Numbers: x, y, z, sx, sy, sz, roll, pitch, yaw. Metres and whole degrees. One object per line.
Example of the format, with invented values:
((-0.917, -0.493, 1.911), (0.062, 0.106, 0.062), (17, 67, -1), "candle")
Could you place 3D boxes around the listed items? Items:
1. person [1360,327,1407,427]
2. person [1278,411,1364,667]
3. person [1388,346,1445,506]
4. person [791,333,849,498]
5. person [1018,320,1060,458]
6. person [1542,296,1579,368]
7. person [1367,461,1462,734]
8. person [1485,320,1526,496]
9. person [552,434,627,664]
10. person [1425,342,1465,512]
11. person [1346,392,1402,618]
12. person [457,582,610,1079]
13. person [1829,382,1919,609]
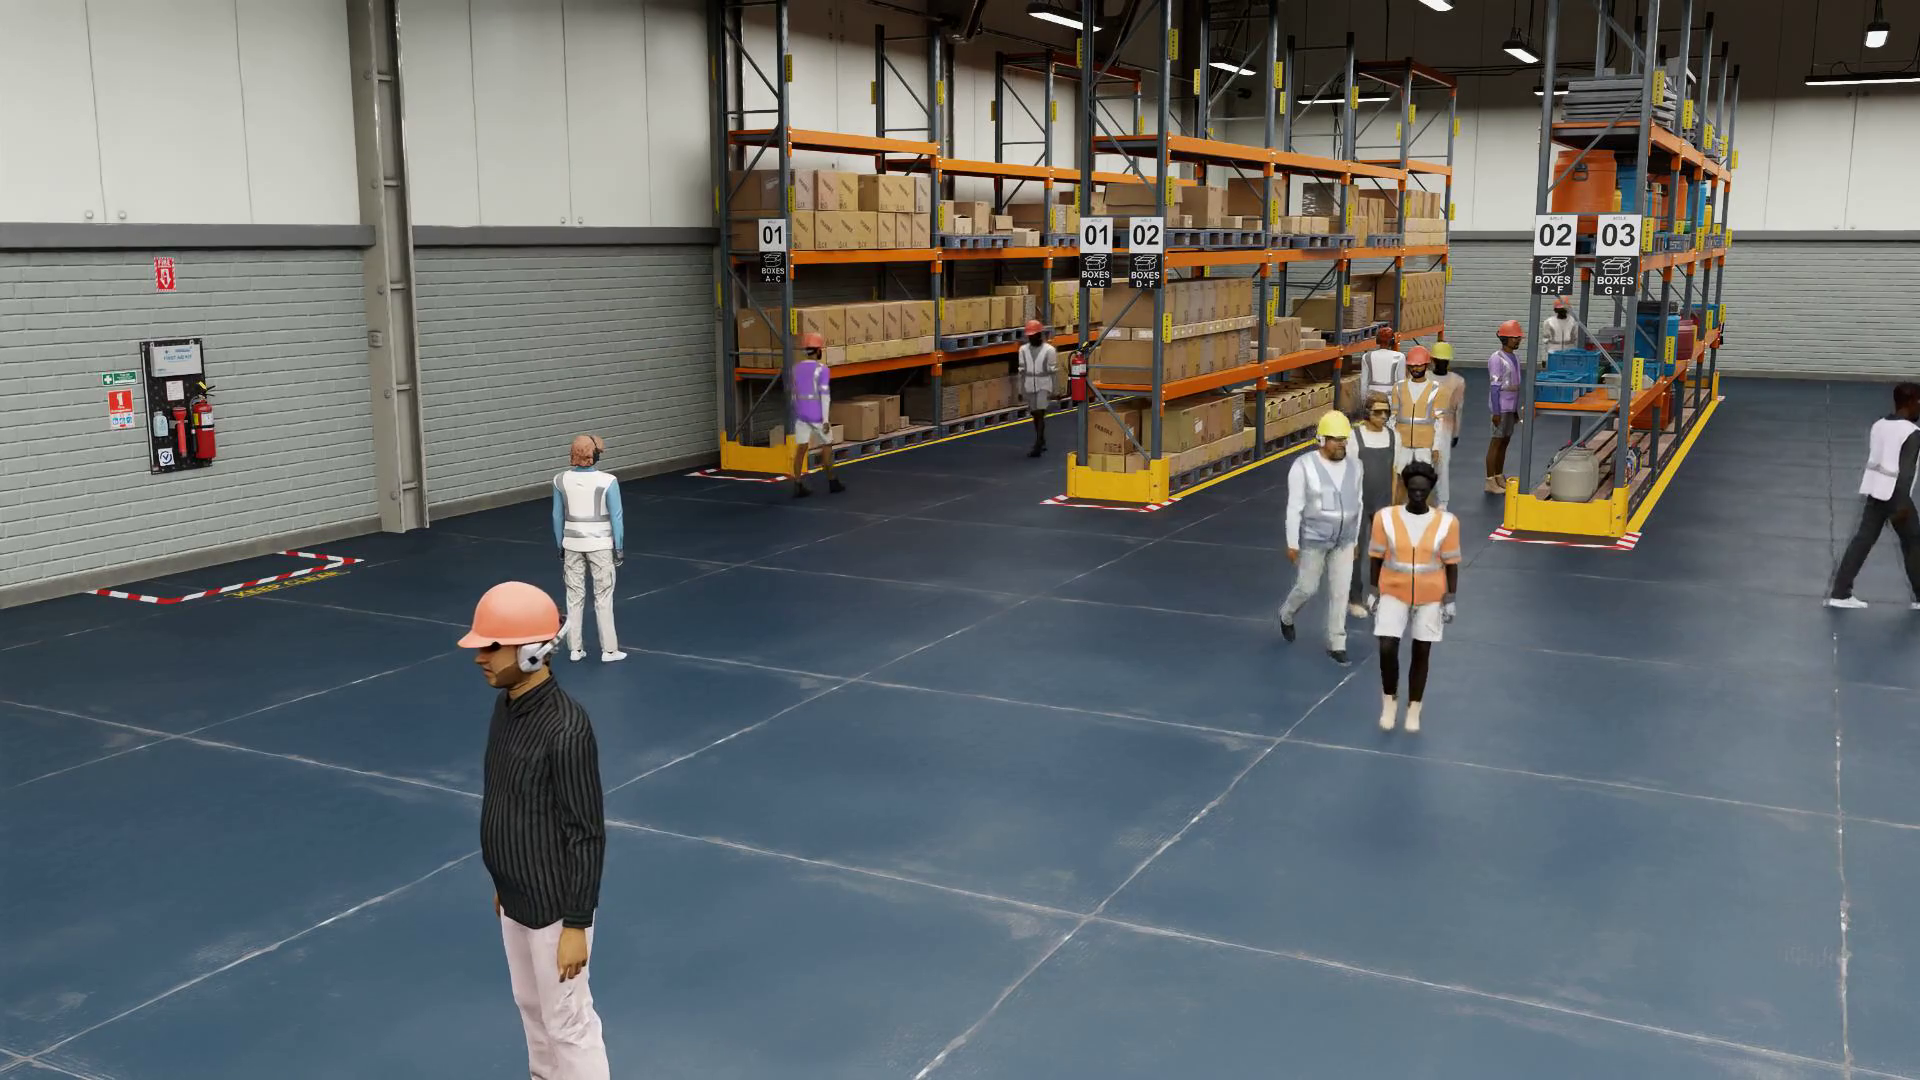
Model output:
((5.338, -1.735, 20.977), (0.572, 1.883, 0.354), (5, 12, 27), "person")
((2.589, -0.042, 11.948), (0.604, 1.814, 0.759), (-3, 11, -15), "person")
((4.569, -0.981, 16.720), (0.544, 1.939, 0.354), (5, 12, 26), "person")
((-1.652, -1.460, 19.424), (0.594, 1.896, 0.907), (7, 12, 32), "person")
((1.118, -2.118, 23.085), (0.592, 1.891, 0.941), (4, 11, 23), "person")
((10.262, -3.164, 28.427), (0.643, 2.013, 0.698), (2, 11, 12), "person")
((2.744, 0.359, 10.077), (0.552, 1.682, 0.435), (2, 11, 13), "person")
((6.413, -1.551, 19.540), (0.371, 2.044, 0.608), (8, 13, 38), "person")
((-2.634, 0.067, 11.816), (0.518, 1.639, 0.312), (2, 11, 12), "person")
((5.250, -1.253, 18.372), (0.589, 1.883, 0.987), (2, 11, 10), "person")
((3.236, -0.243, 13.024), (0.514, 1.819, 0.742), (-1, 10, -6), "person")
((-1.321, 1.105, 5.187), (0.394, 1.992, 0.622), (-8, 13, -36), "person")
((7.589, -0.351, 13.480), (0.996, 1.863, 0.613), (0, 10, -3), "person")
